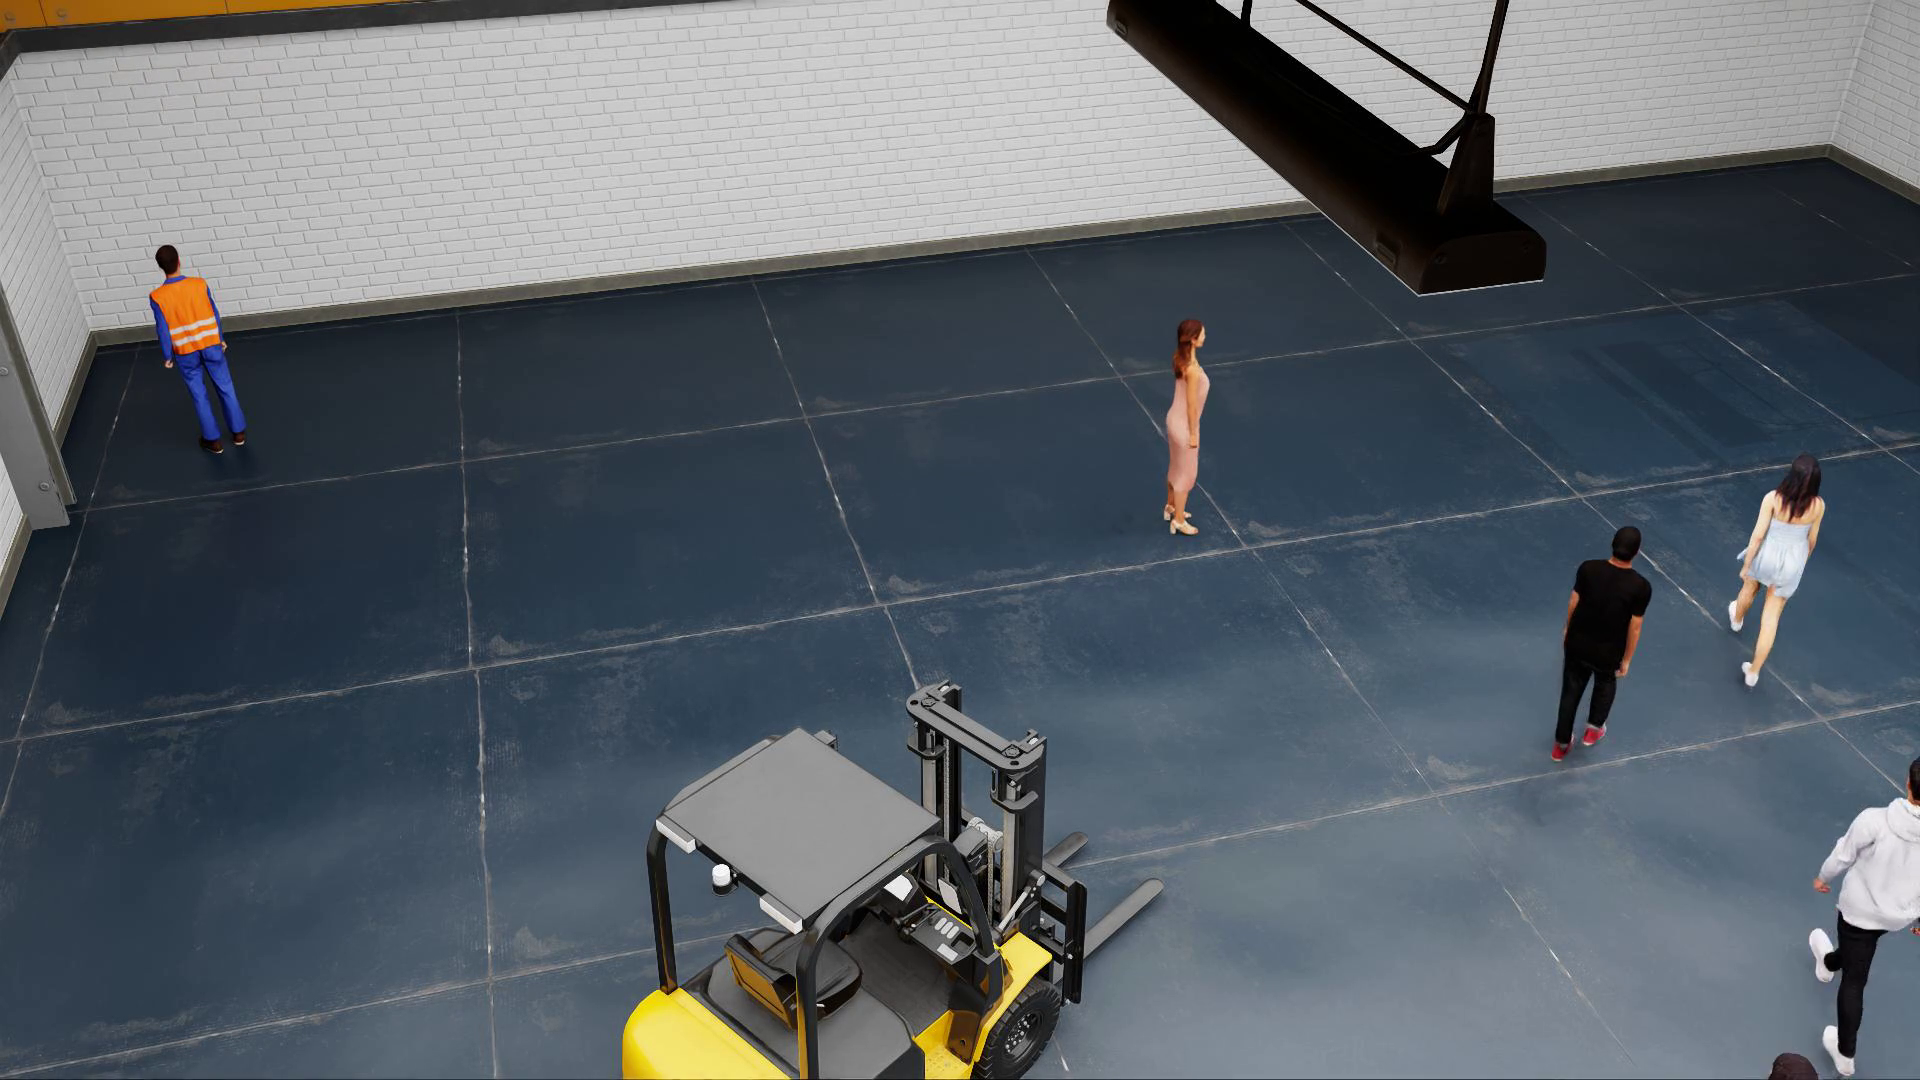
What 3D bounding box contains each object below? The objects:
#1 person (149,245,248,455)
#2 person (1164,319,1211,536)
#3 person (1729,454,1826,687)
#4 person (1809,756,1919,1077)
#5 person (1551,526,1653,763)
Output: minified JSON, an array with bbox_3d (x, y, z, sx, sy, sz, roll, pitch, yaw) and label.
[{"bbox_3d":[-6.461,-1.615,14.077,0.781,1.861,0.763,-24,41,-32],"label":"person"},{"bbox_3d":[1.722,-0.891,13.015,0.700,1.832,0.509,-3,34,-4],"label":"person"},{"bbox_3d":[5.638,0.233,11.466,0.966,1.674,1.206,8,35,13],"label":"person"},{"bbox_3d":[4.796,1.981,8.657,1.033,1.874,1.304,5,34,8],"label":"person"},{"bbox_3d":[4.055,0.722,10.672,0.840,1.739,0.899,18,38,25],"label":"person"}]
